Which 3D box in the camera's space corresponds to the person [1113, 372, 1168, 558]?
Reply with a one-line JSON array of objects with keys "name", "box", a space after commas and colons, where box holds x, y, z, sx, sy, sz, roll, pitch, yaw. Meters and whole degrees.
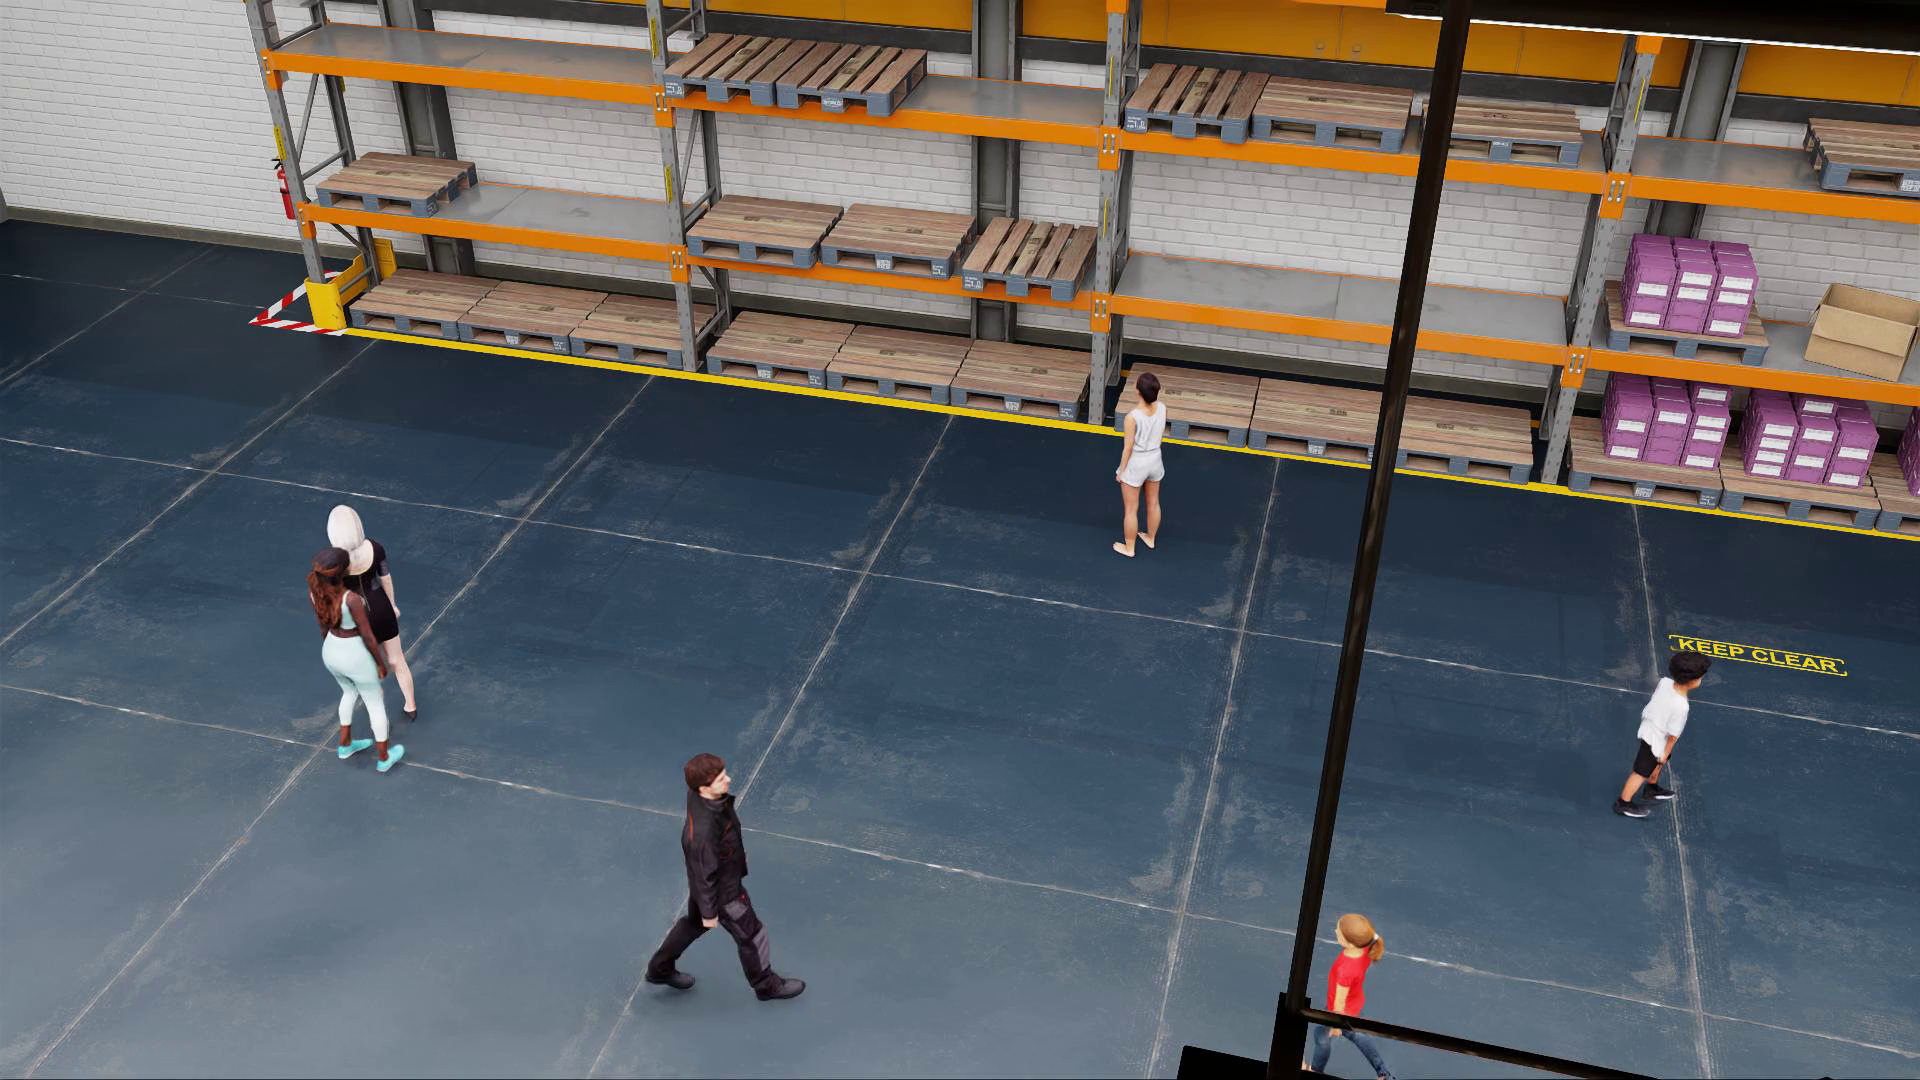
[{"name": "person", "box": [1.437, -0.601, 13.126, 0.665, 1.606, 0.717, -20, 39, -27]}]

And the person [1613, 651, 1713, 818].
[{"name": "person", "box": [4.444, 1.239, 10.694, 0.735, 1.235, 0.612, 1, 34, 2]}]

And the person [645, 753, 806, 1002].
[{"name": "person", "box": [-1.440, 1.894, 9.194, 1.264, 1.803, 1.025, -5, 34, -8]}]

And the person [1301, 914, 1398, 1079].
[{"name": "person", "box": [2.098, 2.474, 8.781, 0.863, 1.295, 0.659, 22, 39, 29]}]

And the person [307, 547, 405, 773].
[{"name": "person", "box": [-4.016, 0.793, 10.932, 0.494, 1.712, 0.659, 11, 35, 16]}]

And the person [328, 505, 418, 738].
[{"name": "person", "box": [-3.980, 0.539, 11.209, 0.655, 1.829, 0.667, -27, 42, -34]}]
